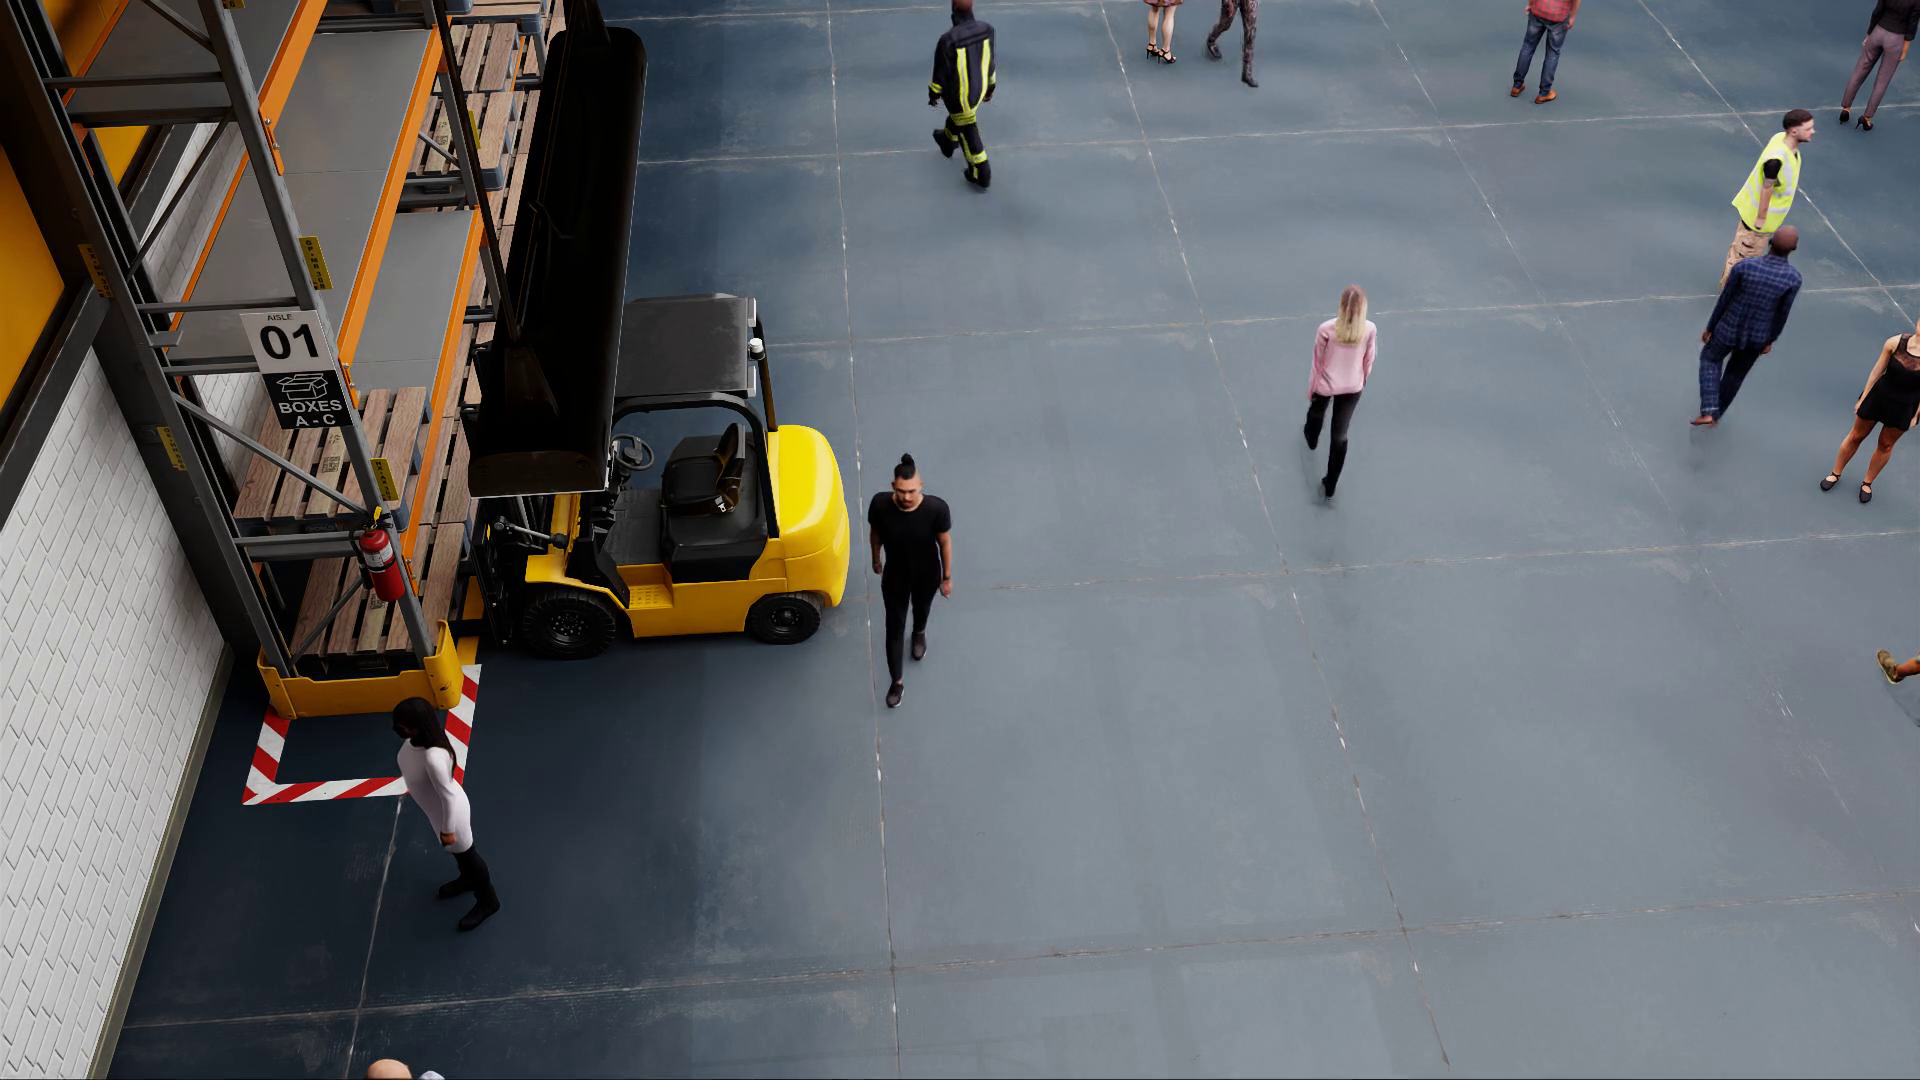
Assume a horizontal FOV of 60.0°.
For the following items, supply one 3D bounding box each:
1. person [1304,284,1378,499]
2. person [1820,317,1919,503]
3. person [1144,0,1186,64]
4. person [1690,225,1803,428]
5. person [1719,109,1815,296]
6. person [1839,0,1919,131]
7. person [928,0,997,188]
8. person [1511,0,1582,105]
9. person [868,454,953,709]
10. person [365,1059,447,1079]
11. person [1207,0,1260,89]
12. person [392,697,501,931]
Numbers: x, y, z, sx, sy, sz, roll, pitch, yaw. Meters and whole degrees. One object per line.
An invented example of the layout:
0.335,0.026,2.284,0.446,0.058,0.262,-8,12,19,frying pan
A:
2.741,-1.063,12.046,0.711,1.648,1.140,1,44,1,person
6.703,-0.995,11.954,0.679,1.675,0.721,23,48,22,person
2.090,-5.691,16.813,0.856,1.773,0.777,-27,50,-25,person
5.849,-1.523,12.415,0.837,1.805,0.923,13,45,13,person
6.589,-2.696,13.615,0.897,1.847,0.820,18,46,18,person
8.815,-4.711,15.858,0.736,1.671,0.636,-28,50,-27,person
0.091,-4.064,15.102,1.156,1.777,1.330,-28,50,-26,person
5.773,-5.182,16.238,0.750,1.830,0.799,28,50,26,person
-0.306,0.113,10.677,0.803,1.833,1.109,3,44,3,person
-2.465,2.927,7.754,0.770,1.791,0.625,10,44,10,person
2.754,-5.467,16.654,0.870,1.669,1.224,-18,47,-18,person
-2.856,1.489,9.250,0.748,1.809,0.630,-24,49,-23,person
